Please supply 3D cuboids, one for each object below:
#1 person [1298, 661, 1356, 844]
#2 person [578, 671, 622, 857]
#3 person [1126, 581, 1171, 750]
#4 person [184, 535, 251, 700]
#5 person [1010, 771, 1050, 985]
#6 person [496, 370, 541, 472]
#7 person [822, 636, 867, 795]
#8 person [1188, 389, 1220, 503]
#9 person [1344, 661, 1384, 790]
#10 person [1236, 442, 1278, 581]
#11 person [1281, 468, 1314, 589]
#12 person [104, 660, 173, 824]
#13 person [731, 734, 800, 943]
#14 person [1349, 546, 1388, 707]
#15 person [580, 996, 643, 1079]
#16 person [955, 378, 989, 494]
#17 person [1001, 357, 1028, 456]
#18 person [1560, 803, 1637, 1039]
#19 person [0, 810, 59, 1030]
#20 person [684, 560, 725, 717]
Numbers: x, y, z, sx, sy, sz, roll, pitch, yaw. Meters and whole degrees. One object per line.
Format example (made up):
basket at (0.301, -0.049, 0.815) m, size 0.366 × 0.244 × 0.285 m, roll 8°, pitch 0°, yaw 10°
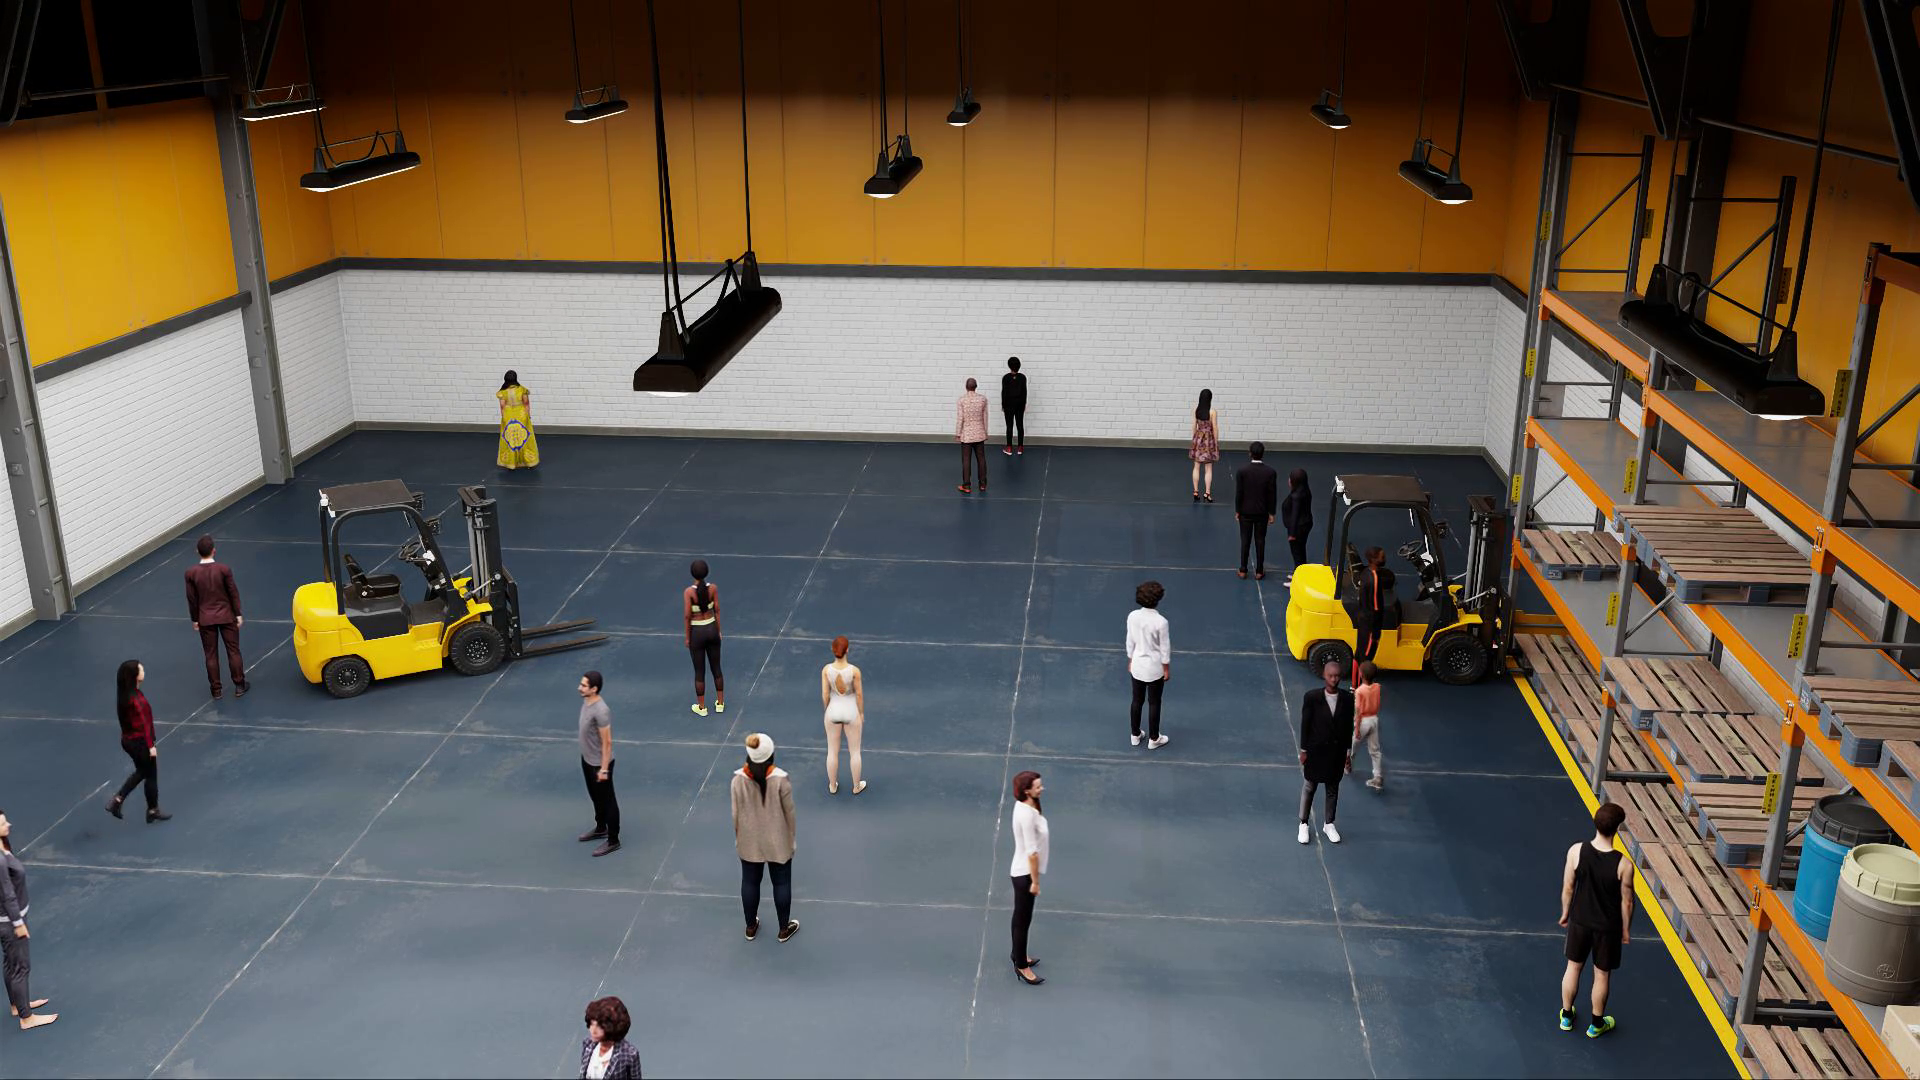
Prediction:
person at (3.372, 1.939, 15.345) m, size 0.663 × 1.761 × 0.582 m, roll 0°, pitch 19°, yaw -1°
person at (-3.301, 1.997, 15.184) m, size 0.770 × 1.754 × 0.678 m, roll -11°, pitch 21°, yaw -29°
person at (1.947, 1.282, 17.220) m, size 0.722 × 1.810 × 0.732 m, roll 12°, pitch 22°, yaw 31°
person at (-8.227, 0.853, 18.408) m, size 0.766 × 1.866 × 0.741 m, roll -5°, pitch 19°, yaw -16°
person at (0.517, 2.650, 13.182) m, size 0.686 × 1.795 × 0.485 m, roll 0°, pitch 19°, yaw -1°
person at (-7.235, -1.959, 27.077) m, size 0.973 × 1.660 × 0.950 m, roll -6°, pitch 19°, yaw -17°
person at (-1.140, 1.706, 16.223) m, size 0.541 × 1.644 × 0.475 m, roll 2°, pitch 19°, yaw 5°
person at (3.731, -1.442, 25.365) m, size 0.787 × 1.774 × 0.822 m, roll 12°, pitch 22°, yaw 31°
person at (4.048, 1.837, 16.392) m, size 0.722 × 1.287 × 0.960 m, roll -7°, pitch 20°, yaw -20°
person at (3.907, -0.394, 22.081) m, size 0.704 × 1.884 × 0.557 m, roll 3°, pitch 19°, yaw 8°
person at (4.455, -0.163, 21.821) m, size 0.766 × 1.612 × 0.657 m, roll 7°, pitch 20°, yaw 20°
person at (-7.768, 1.937, 15.543) m, size 0.905 × 1.638 × 0.836 m, roll -16°, pitch 25°, yaw -40°
person at (-1.617, 2.424, 13.702) m, size 0.682 × 1.890 × 0.657 m, roll 3°, pitch 19°, yaw 8°
person at (4.490, 0.924, 18.285) m, size 0.683 × 1.808 × 0.486 m, roll 0°, pitch 19°, yaw 1°
person at (-2.184, 3.619, 10.448) m, size 0.692 × 1.702 × 0.684 m, roll 10°, pitch 21°, yaw 27°
person at (0.195, -1.641, 25.903) m, size 0.770 × 1.808 × 0.746 m, roll -6°, pitch 20°, yaw -17°
person at (0.913, -2.269, 27.977) m, size 0.647 × 1.674 × 0.616 m, roll -3°, pitch 19°, yaw -8°
person at (4.757, 2.845, 12.451) m, size 0.765 × 1.892 × 0.765 m, roll 12°, pitch 22°, yaw 32°
person at (-7.220, 2.854, 12.618) m, size 0.738 × 1.767 × 0.674 m, roll -15°, pitch 24°, yaw -37°
person at (-2.766, 1.050, 17.995) m, size 0.640 × 1.754 × 0.657 m, roll -9°, pitch 21°, yaw -24°
